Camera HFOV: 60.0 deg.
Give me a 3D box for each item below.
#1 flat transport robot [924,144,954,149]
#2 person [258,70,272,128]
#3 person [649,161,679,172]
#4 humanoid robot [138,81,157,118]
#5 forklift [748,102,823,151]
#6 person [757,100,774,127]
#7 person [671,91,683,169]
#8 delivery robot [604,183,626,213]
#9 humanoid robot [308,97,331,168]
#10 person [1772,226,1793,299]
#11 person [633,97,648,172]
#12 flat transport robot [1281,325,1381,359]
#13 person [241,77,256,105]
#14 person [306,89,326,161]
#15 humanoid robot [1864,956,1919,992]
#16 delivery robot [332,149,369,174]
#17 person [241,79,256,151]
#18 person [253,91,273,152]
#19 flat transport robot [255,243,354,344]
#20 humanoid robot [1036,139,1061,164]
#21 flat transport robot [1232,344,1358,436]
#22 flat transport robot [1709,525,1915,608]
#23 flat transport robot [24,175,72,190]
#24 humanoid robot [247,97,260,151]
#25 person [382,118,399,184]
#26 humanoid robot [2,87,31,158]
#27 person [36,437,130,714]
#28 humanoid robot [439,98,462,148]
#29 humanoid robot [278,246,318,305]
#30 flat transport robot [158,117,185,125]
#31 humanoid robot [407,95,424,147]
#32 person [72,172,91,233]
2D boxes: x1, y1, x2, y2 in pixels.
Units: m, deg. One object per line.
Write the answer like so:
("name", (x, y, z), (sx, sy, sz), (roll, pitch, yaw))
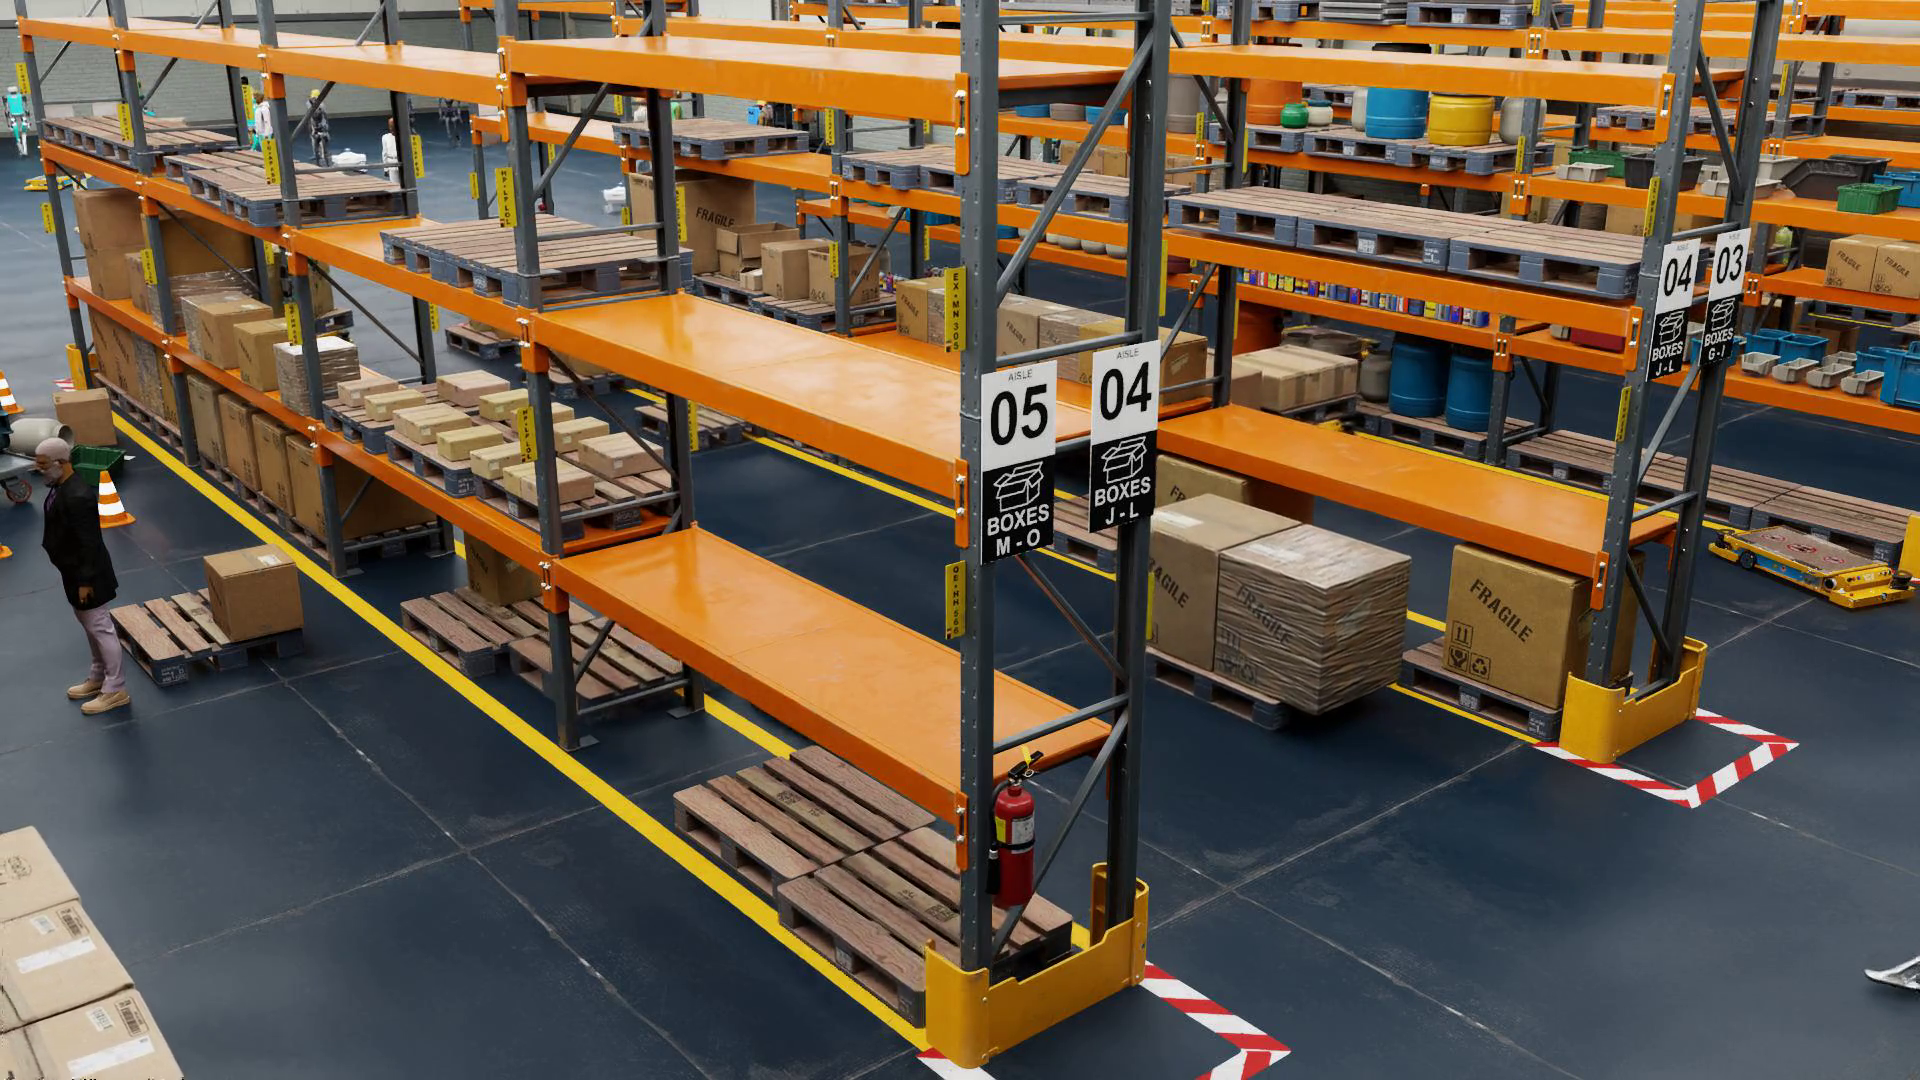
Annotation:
("flat transport robot", (-0.588, -7.580, 35.508), (0.659, 0.231, 1.431), (-8, 21, -22))
("person", (-19.832, -12.696, 47.666), (0.396, 1.870, 0.493), (8, 21, 21))
("person", (-4.973, -5.938, 28.280), (0.602, 1.966, 0.368), (10, 22, 27))
("humanoid robot", (-22.292, -11.789, 45.281), (0.559, 1.733, 1.023), (4, 20, 12))
("forklift", (-4.526, -11.368, 42.374), (1.129, 2.768, 1.873), (-15, 24, -37))
("person", (-4.379, -9.085, 37.557), (0.408, 1.758, 0.550), (7, 21, 20))
("person", (-6.511, -9.389, 38.105), (0.389, 1.971, 0.479), (-9, 21, -25))
("delivery robot", (-6.587, -6.681, 32.509), (0.790, 0.589, 0.499), (-4, 20, -12))
("humanoid robot", (-14.975, -9.523, 38.905), (0.608, 1.655, 0.321), (7, 21, 20))
("person", (10.851, -3.543, 21.870), (0.548, 1.683, 0.372), (-18, 26, -41))
("person", (-7.125, -9.017, 37.244), (0.986, 1.838, 0.551), (7, 20, 18))
("flat transport robot", (4.586, -2.490, 21.022), (0.659, 0.231, 1.431), (-14, 24, -34))
("person", (-19.461, -11.811, 45.447), (0.875, 1.653, 0.536), (12, 23, 31))
("person", (-15.581, -10.051, 40.338), (0.548, 1.725, 0.448), (3, 20, 9))
("humanoid robot", (4.921, 1.430, 7.720), (1.034, 1.763, 0.539), (5, 20, 14))
("delivery robot", (-14.016, -8.676, 38.222), (0.814, 0.611, 0.499), (-15, 24, -36))
("person", (-17.962, -10.664, 41.891), (0.394, 1.854, 0.783), (-7, 21, -20))
("person", (-15.659, -9.125, 37.424), (0.383, 1.917, 0.491), (-17, 25, -40))
("flat transport robot", (-8.534, -2.564, 21.234), (1.431, 0.231, 0.659), (8, 21, 21))
("humanoid robot", (1.761, -7.924, 34.176), (0.704, 1.731, 0.530), (-5, 20, -13))
("flat transport robot", (3.384, -1.215, 17.394), (0.659, 0.231, 1.431), (-15, 24, -37))
("flat transport robot", (6.832, 0.193, 13.386), (0.659, 0.231, 1.431), (-8, 21, -21))
("flat transport robot", (-19.621, -7.752, 35.999), (0.659, 0.231, 1.431), (-2, 19, -5))
("humanoid robot", (-16.243, -9.260, 38.054), (0.560, 1.728, 0.986), (-18, 26, -42))
("person", (-10.642, -7.028, 31.503), (0.574, 1.884, 0.356), (2, 19, 5))
("humanoid robot", (-23.117, -10.227, 40.826), (0.538, 1.729, 1.012), (-12, 23, -32))
("person", (-5.766, 0.216, 10.930), (0.407, 1.855, 0.528), (-15, 24, -37))
("humanoid robot", (-13.265, -11.068, 43.321), (0.600, 1.636, 0.570), (-1, 19, -3))
("humanoid robot", (-8.320, -3.137, 20.677), (0.717, 1.792, 0.531), (10, 22, 27))
("flat transport robot", (-19.546, -9.603, 41.265), (1.431, 0.231, 0.659), (-10, 22, -26))
("humanoid robot", (-14.370, -10.997, 43.196), (0.805, 1.617, 0.612), (6, 20, 17))
("person", (-15.871, -6.488, 29.956), (0.401, 1.893, 0.520), (-13, 23, -32))
